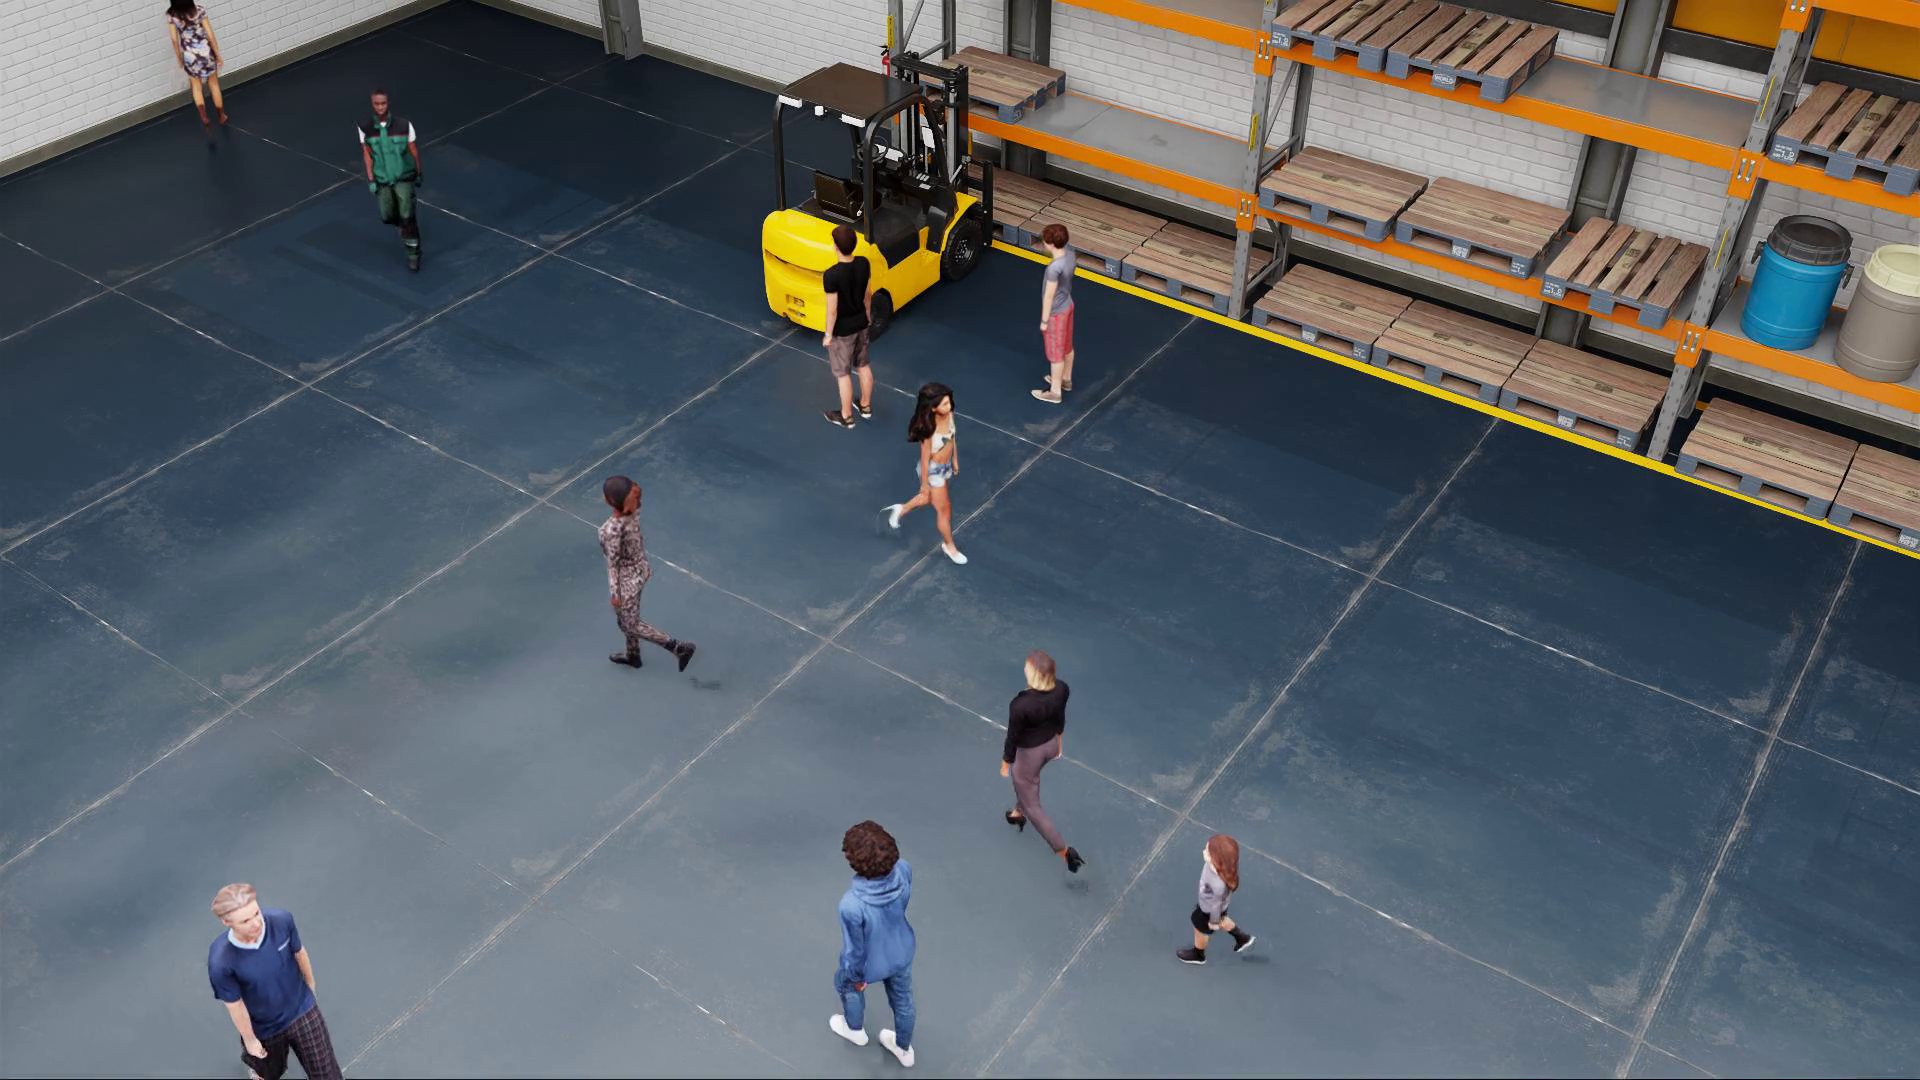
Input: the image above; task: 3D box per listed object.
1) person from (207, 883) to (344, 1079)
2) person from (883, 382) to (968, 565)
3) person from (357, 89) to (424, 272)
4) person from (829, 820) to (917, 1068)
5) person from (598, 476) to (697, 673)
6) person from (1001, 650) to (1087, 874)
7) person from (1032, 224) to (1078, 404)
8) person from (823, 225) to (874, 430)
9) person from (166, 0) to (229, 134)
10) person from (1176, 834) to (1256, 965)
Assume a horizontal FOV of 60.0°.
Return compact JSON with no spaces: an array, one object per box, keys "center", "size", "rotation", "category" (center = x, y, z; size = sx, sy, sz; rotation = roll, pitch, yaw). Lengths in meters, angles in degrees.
[{"center":[-3.635,2.447,8.719],"size":[1.113,1.848,0.764],"rotation":[30,47,32],"category":"person"},{"center":[-0.240,-0.527,12.637],"size":[0.989,1.606,0.656],"rotation":[18,42,21],"category":"person"},{"center":[-5.532,-3.569,16.273],"size":[1.032,1.822,1.092],"rotation":[-7,39,-9],"category":"person"},{"center":[-0.389,2.259,8.999],"size":[0.794,1.793,0.866],"rotation":[-25,45,-28],"category":"person"},{"center":[-2.227,0.295,11.534],"size":[1.014,1.698,0.782],"rotation":[10,40,12],"category":"person"},{"center":[0.511,1.386,10.210],"size":[0.762,1.645,1.062],"rotation":[-29,47,-32],"category":"person"},{"center":[0.856,-1.970,14.412],"size":[0.551,1.647,0.596],"rotation":[17,42,20],"category":"person"},{"center":[-0.938,-1.803,14.030],"size":[0.628,1.862,0.719],"rotation":[32,48,33],"category":"person"},{"center":[-8.531,-5.373,18.614],"size":[0.931,1.719,1.036],"rotation":[-11,40,-14],"category":"person"},{"center":[1.537,2.106,9.750],"size":[0.754,1.094,0.635],"rotation":[5,39,6],"category":"person"}]
